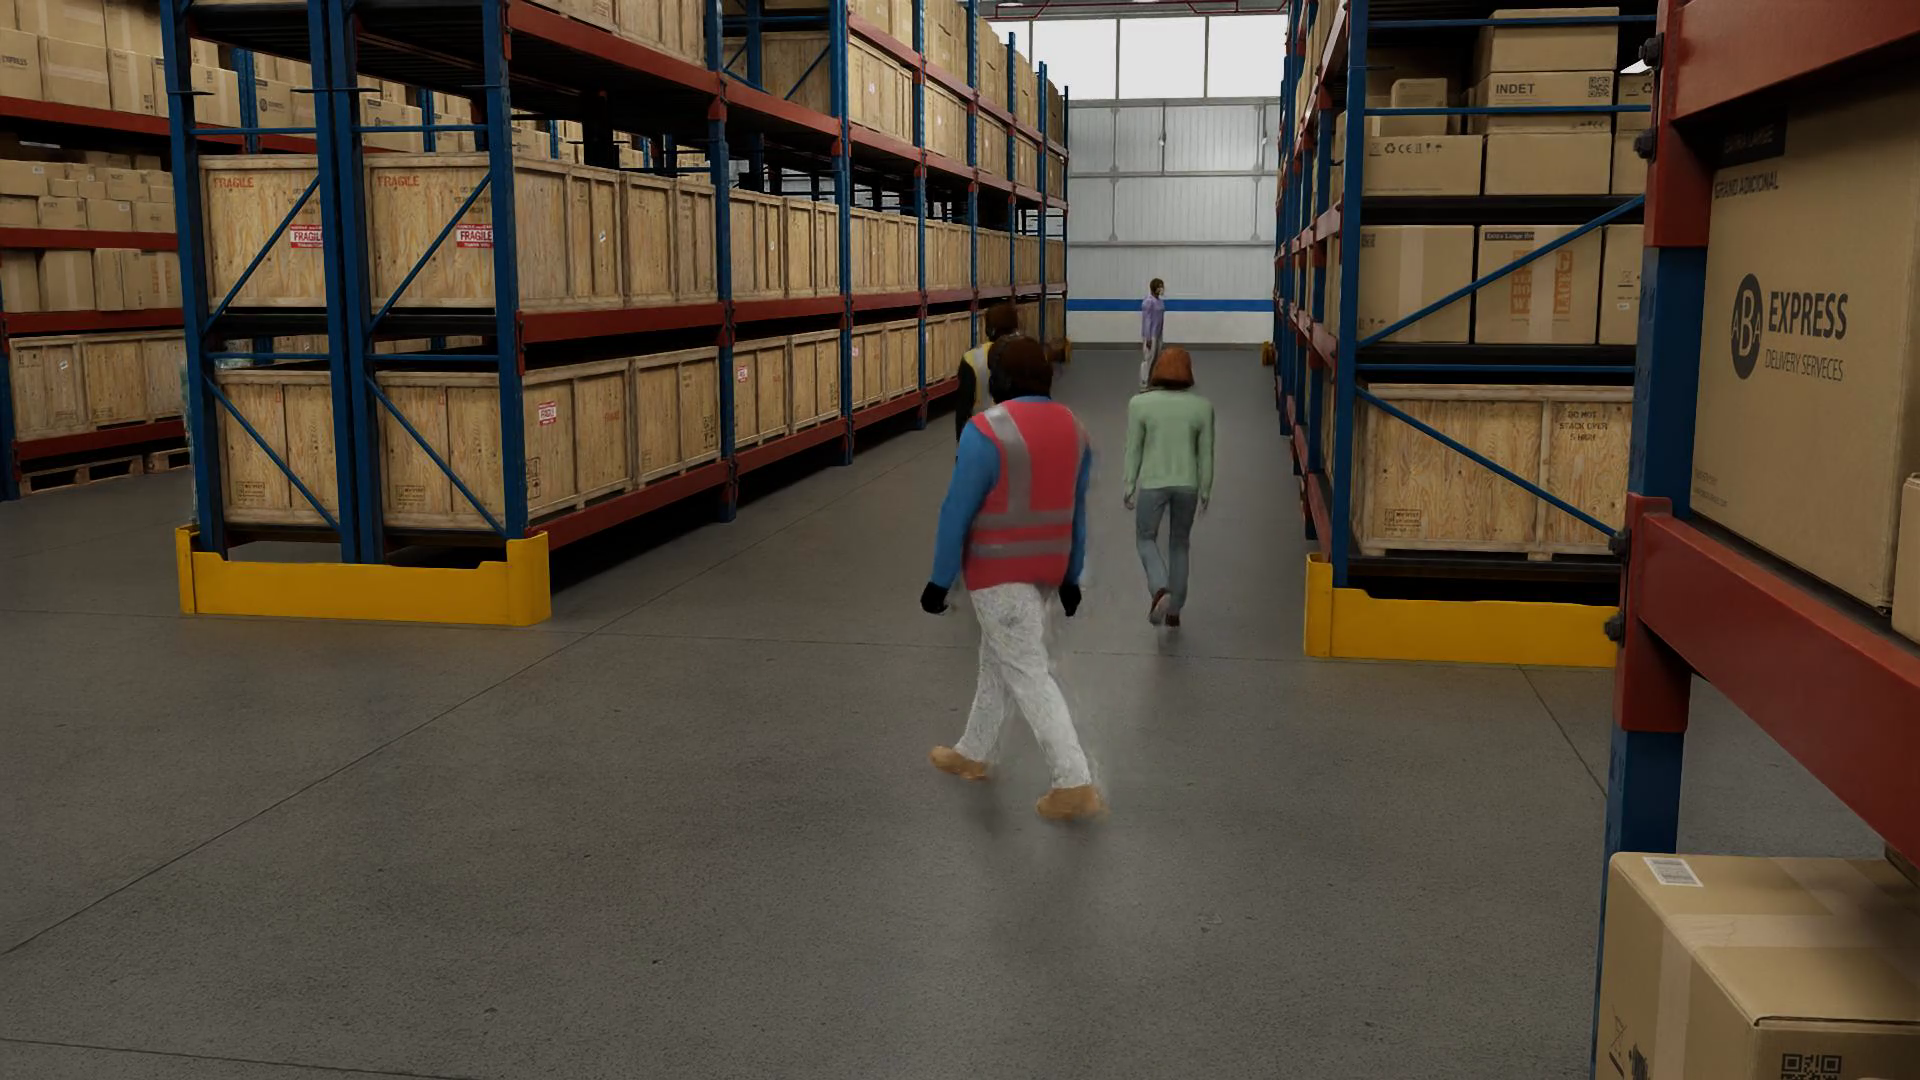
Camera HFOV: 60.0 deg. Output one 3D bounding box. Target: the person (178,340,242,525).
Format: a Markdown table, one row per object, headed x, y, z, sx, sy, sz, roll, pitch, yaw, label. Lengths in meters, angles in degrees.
| x | y | z | sx | sy | sz | roll | pitch | yaw | label |
| --- | --- | --- | --- | --- | --- | --- | --- | --- | --- |
| -5.666 | -0.849 | 12.593 | 0.505 | 1.687 | 0.889 | -1 | 9 | -4 | person |

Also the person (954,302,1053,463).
| x | y | z | sx | sy | sz | roll | pitch | yaw | label |
| --- | --- | --- | --- | --- | --- | --- | --- | --- | --- |
| 0.271 | -0.602 | 10.672 | 0.626 | 1.831 | 0.449 | -4 | 10 | -21 | person |

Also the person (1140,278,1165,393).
| x | y | z | sx | sy | sz | roll | pitch | yaw | label |
| --- | --- | --- | --- | --- | --- | --- | --- | --- | --- |
| 3.121 | -3.260 | 26.867 | 0.369 | 1.930 | 0.627 | 5 | 10 | 28 | person |

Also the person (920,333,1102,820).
| x | y | z | sx | sy | sz | roll | pitch | yaw | label |
| --- | --- | --- | --- | --- | --- | --- | --- | --- | --- |
| 0.217 | 0.125 | 6.279 | 0.953 | 1.803 | 0.629 | 8 | 12 | 40 | person |

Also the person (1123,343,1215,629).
| x | y | z | sx | sy | sz | roll | pitch | yaw | label |
| --- | --- | --- | --- | --- | --- | --- | --- | --- | --- |
| 1.178 | -0.285 | 9.331 | 0.518 | 1.622 | 0.415 | -1 | 9 | -3 | person |
